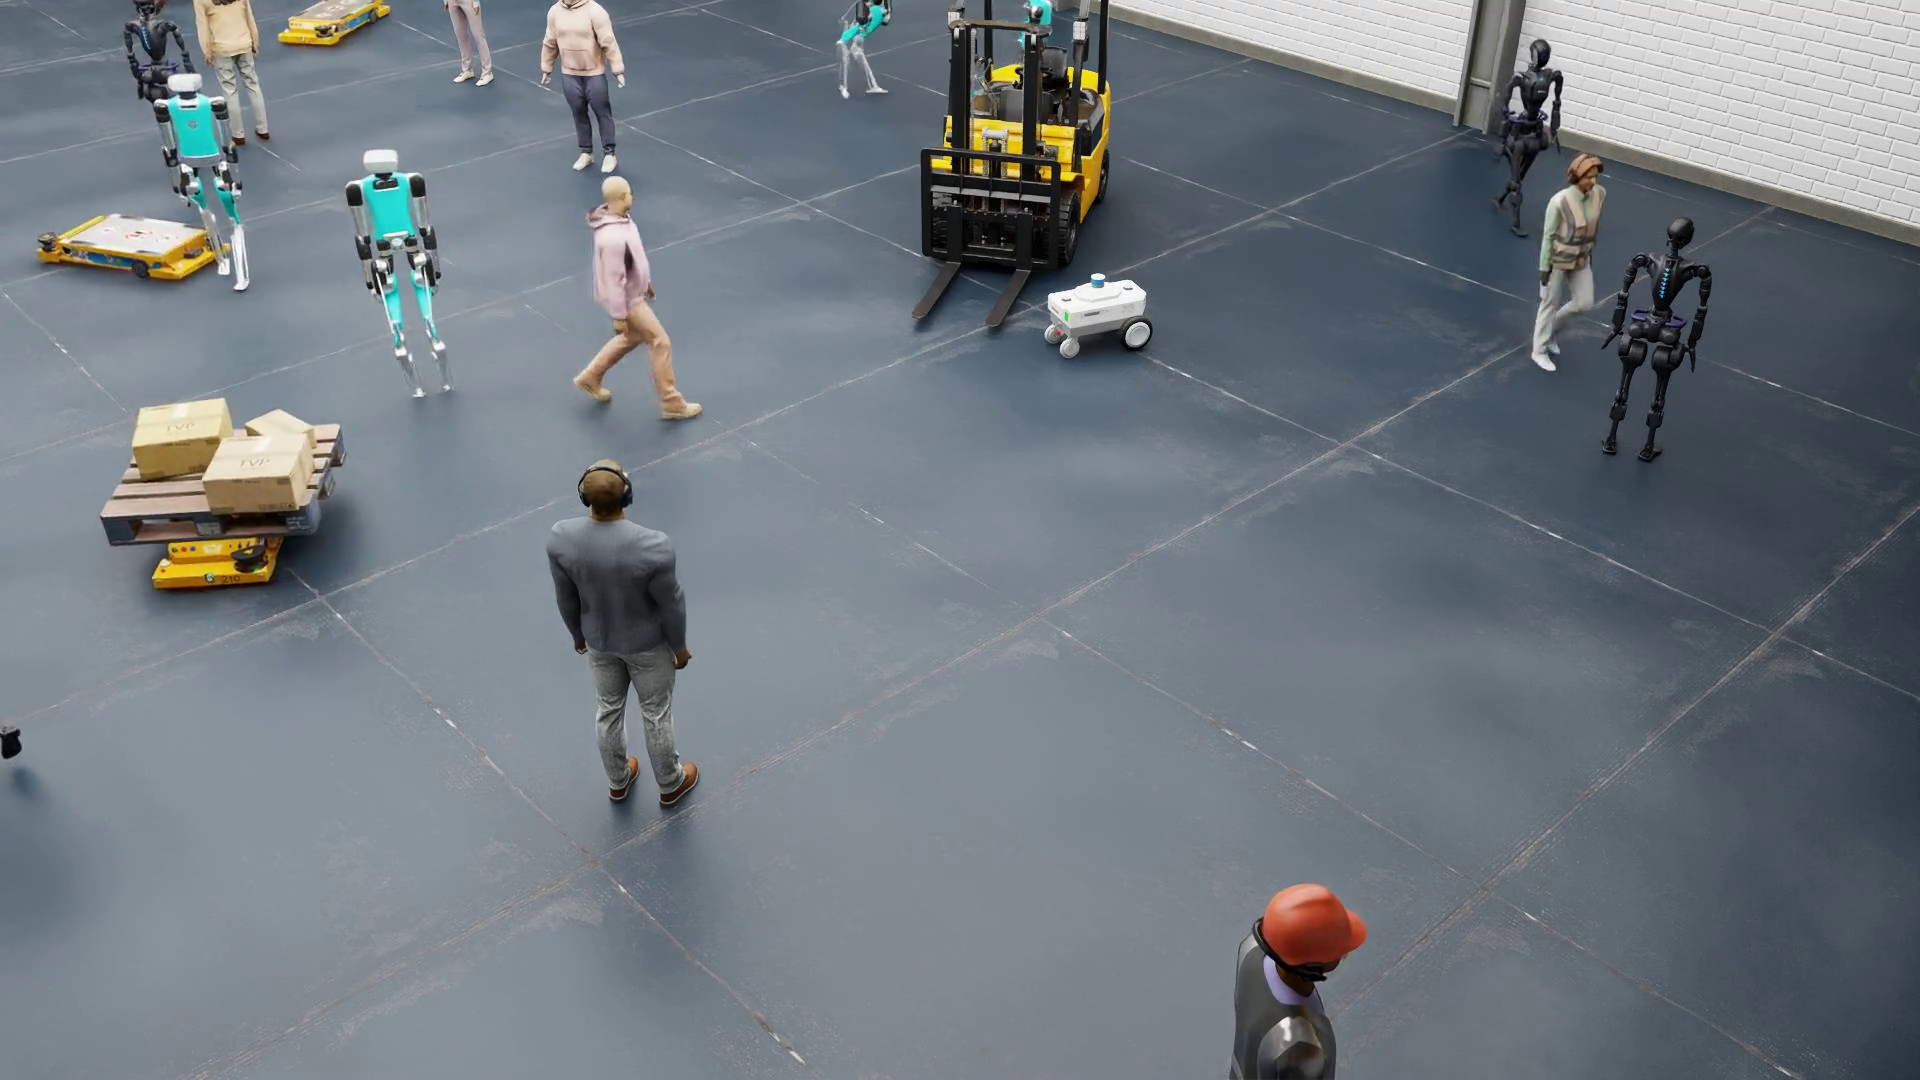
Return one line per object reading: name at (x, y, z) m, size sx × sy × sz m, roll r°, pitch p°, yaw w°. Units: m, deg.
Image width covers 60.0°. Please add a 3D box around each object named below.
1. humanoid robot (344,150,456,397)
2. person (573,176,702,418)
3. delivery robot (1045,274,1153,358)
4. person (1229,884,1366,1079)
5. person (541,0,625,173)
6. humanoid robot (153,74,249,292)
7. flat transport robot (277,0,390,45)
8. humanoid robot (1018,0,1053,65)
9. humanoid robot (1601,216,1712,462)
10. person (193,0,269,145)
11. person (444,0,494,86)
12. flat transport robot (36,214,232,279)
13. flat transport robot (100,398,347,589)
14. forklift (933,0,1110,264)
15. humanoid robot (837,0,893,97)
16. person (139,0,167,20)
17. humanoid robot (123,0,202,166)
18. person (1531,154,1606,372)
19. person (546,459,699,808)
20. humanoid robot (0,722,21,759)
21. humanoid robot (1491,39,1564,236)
humanoid robot at (-3.843, -1.750, 11.561) m, size 0.530 × 1.828 × 0.661 m, roll -14°, pitch 35°, yaw -20°
person at (-2.282, -1.649, 11.359) m, size 0.822 × 1.733 × 0.512 m, roll -6°, pitch 34°, yaw -9°
delivery robot at (1.025, -1.715, 12.539) m, size 0.765 × 0.585 × 0.499 m, roll -13°, pitch 35°, yaw -19°
person at (1.078, 1.929, 5.581) m, size 0.365 × 2.048 × 0.606 m, roll -5°, pitch 33°, yaw -7°
person at (-3.479, -4.354, 15.413) m, size 0.816 × 1.856 × 0.435 m, roll 6°, pitch 34°, yaw 9°
humanoid robot at (-6.004, -2.922, 13.333) m, size 0.550 × 1.778 × 0.867 m, roll -10°, pitch 34°, yaw -14°
flat transport robot at (-7.373, -6.138, 19.606) m, size 0.659 × 0.231 × 1.431 m, roll 7°, pitch 34°, yaw 10°
humanoid robot at (0.419, -4.369, 15.574) m, size 0.997 × 1.776 × 0.530 m, roll 8°, pitch 34°, yaw 11°
humanoid robot at (4.541, -1.327, 10.908) m, size 0.599 × 1.657 × 0.315 m, roll 17°, pitch 37°, yaw 25°
person at (-7.012, -4.751, 16.018) m, size 0.412 × 1.867 × 0.564 m, roll 28°, pitch 42°, yaw 36°
person at (-5.274, -5.700, 17.570) m, size 0.519 × 1.759 × 0.327 m, roll 16°, pitch 36°, yaw 22°
flat transport robot at (-6.943, -2.470, 13.969) m, size 1.431 × 0.231 × 0.659 m, roll 10°, pitch 34°, yaw 15°
flat transport robot at (-4.541, -0.179, 10.448) m, size 0.659 × 0.231 × 1.431 m, roll -3°, pitch 33°, yaw -5°
forklift at (0.570, -3.725, 14.138) m, size 1.214 × 2.155 × 2.313 m, roll 9°, pitch 34°, yaw 13°
humanoid robot at (-1.048, -5.505, 17.280) m, size 0.877 × 1.756 × 0.573 m, roll 23°, pitch 39°, yaw 31°
person at (-9.712, -6.874, 19.488) m, size 0.443 × 1.638 × 0.455 m, roll -21°, pitch 39°, yaw -29°
humanoid robot at (-7.357, -4.257, 15.418) m, size 0.610 × 1.648 × 0.344 m, roll 0°, pitch 33°, yaw 0°
person at (4.376, -1.986, 11.974) m, size 0.539 × 1.624 × 0.382 m, roll -14°, pitch 36°, yaw -21°
person at (-1.586, 0.467, 7.927) m, size 0.629 × 1.940 × 0.373 m, roll 6°, pitch 34°, yaw 9°
humanoid robot at (-5.121, 0.504, 8.122) m, size 0.590 × 1.641 × 0.608 m, roll 13°, pitch 35°, yaw 19°
humanoid robot at (4.877, -3.497, 14.312) m, size 0.591 × 1.634 × 0.796 m, roll -7°, pitch 34°, yaw -10°
